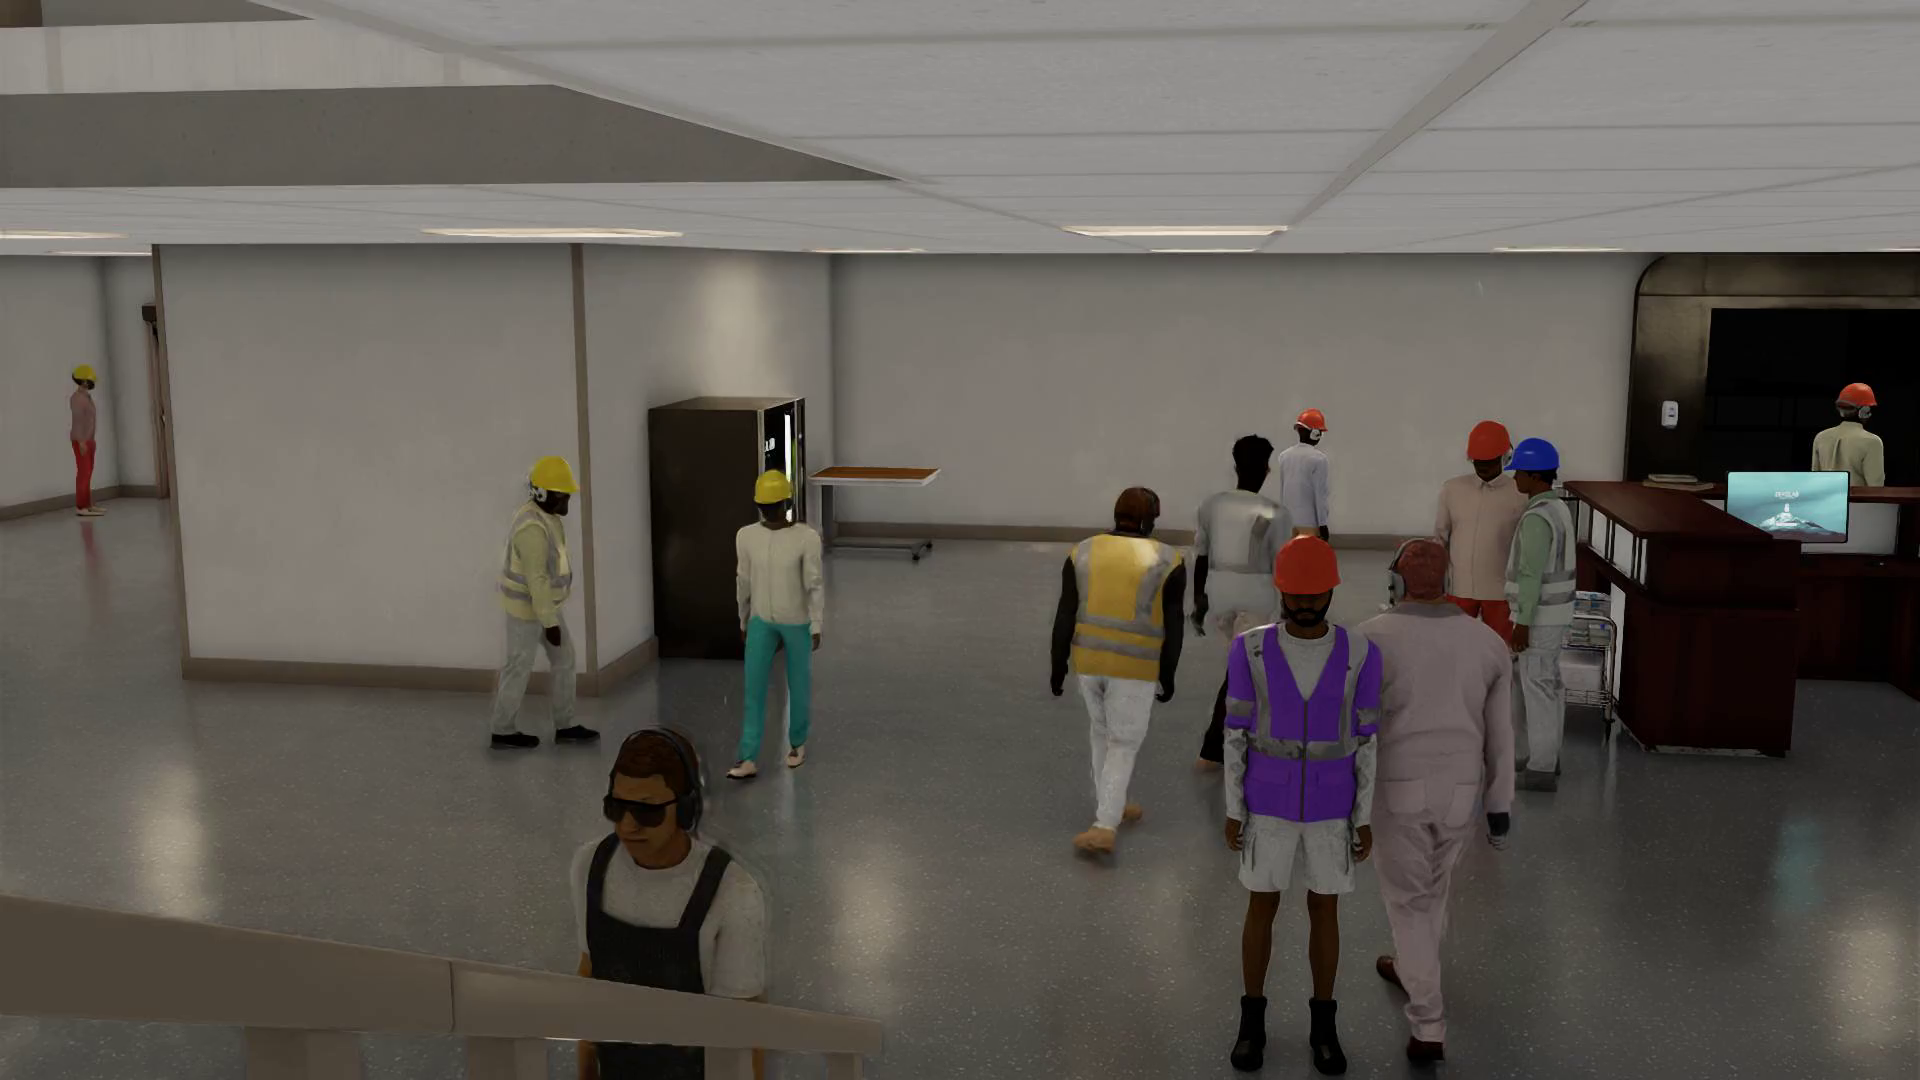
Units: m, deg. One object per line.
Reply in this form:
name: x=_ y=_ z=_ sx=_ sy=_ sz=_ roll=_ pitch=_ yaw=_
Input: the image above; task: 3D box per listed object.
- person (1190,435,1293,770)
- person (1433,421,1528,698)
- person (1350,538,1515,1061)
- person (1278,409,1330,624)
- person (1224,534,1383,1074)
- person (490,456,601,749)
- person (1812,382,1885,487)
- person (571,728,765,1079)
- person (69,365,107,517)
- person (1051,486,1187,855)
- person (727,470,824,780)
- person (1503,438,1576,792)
person: x=1.657 y=0.344 z=9.628 sx=0.624 sy=1.914 sz=1.025 roll=8 pitch=12 yaw=41
person: x=3.050 y=0.289 z=9.730 sx=0.611 sy=1.985 sz=0.393 roll=5 pitch=11 yaw=29
person: x=1.728 y=0.938 z=6.150 sx=0.645 sy=1.863 sz=0.951 roll=-1 pitch=9 yaw=-8
person: x=2.789 y=-0.183 z=13.382 sx=0.352 sy=1.743 sz=0.564 roll=-4 pitch=10 yaw=-26
person: x=1.207 y=0.934 z=5.900 sx=0.545 sy=1.938 sz=0.361 roll=1 pitch=9 yaw=7
person: x=-2.461 y=0.387 z=9.784 sx=0.758 sy=1.773 sz=0.610 roll=0 pitch=9 yaw=-1
person: x=6.804 y=-0.207 z=12.754 sx=0.375 sy=1.996 sz=0.608 roll=-4 pitch=10 yaw=-22
person: x=-0.708 y=1.323 z=3.835 sx=0.567 sy=1.821 sz=0.687 roll=4 pitch=10 yaw=21
person: x=-10.150 y=-1.155 z=19.361 sx=0.356 sy=1.750 sz=0.572 roll=-2 pitch=9 yaw=-13
person: x=0.756 y=0.639 z=8.201 sx=0.642 sy=1.795 sz=0.792 roll=5 pitch=11 yaw=30
person: x=-1.032 y=0.482 z=9.301 sx=0.546 sy=1.731 sz=0.832 roll=2 pitch=9 yaw=11
person: x=3.177 y=0.403 z=9.195 sx=0.423 sy=1.939 sz=0.602 roll=4 pitch=10 yaw=26
